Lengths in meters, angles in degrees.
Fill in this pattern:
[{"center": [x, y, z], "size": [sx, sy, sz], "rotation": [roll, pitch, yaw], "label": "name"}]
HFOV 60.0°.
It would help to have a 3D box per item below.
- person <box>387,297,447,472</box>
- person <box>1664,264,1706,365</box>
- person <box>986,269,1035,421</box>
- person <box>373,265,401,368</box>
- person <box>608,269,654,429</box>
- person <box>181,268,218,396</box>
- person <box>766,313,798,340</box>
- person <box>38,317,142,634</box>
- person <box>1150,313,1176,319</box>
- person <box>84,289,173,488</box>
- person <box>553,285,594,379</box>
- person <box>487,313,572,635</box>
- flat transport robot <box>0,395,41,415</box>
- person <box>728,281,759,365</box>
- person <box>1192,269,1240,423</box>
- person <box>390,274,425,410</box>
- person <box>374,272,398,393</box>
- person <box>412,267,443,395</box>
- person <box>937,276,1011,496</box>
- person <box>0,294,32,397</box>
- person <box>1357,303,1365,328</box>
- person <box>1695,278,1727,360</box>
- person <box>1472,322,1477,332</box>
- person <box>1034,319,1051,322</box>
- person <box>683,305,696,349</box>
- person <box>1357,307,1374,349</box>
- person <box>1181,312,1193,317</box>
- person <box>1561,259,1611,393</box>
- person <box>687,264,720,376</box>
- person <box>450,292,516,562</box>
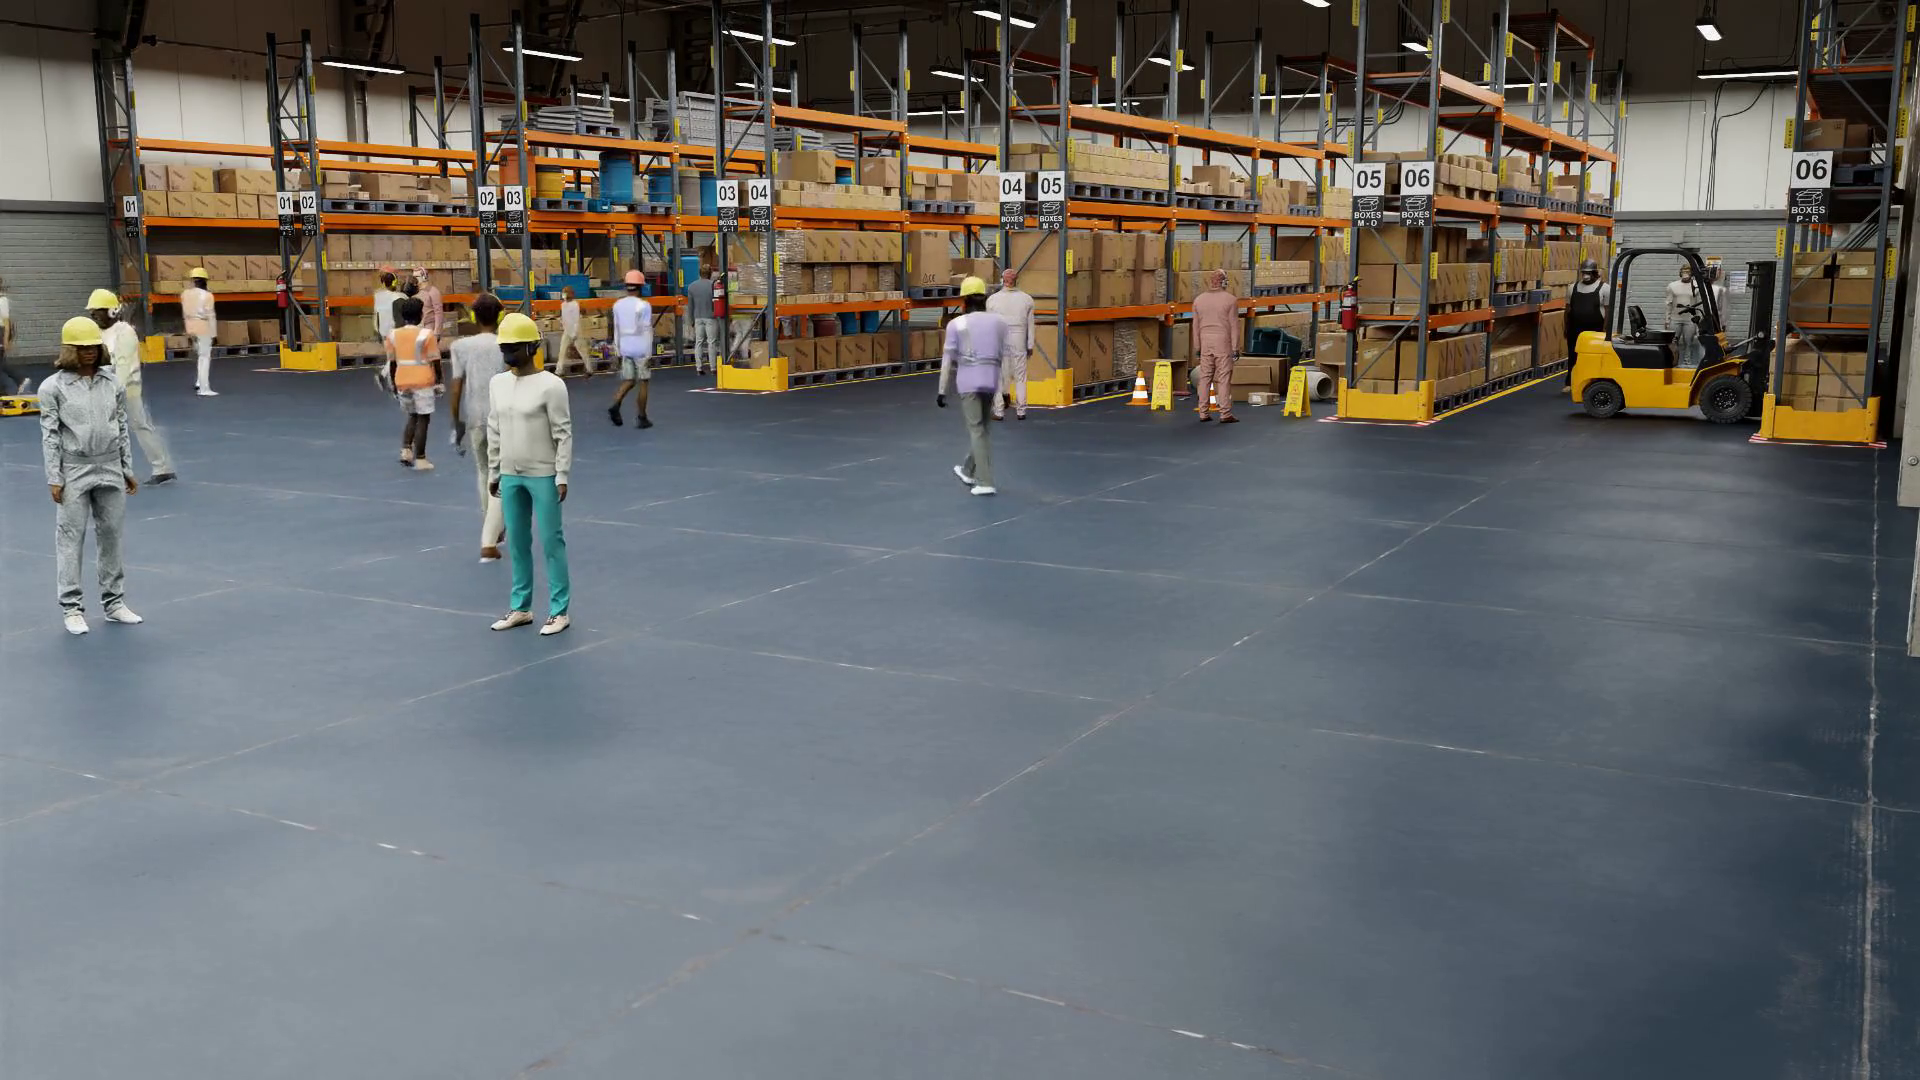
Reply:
[{"center": [-5.244, -1.495, 16.056], "size": [0.541, 1.685, 0.389], "rotation": [4, 10, 21], "label": "person"}, {"center": [12.393, -3.750, 28.492], "size": [0.627, 1.941, 0.370], "rotation": [5, 11, 29], "label": "person"}, {"center": [0.621, -2.460, 21.036], "size": [0.650, 1.907, 0.409], "rotation": [-2, 10, -13], "label": "person"}, {"center": [-9.316, -3.511, 27.137], "size": [0.548, 1.919, 0.586], "rotation": [7, 12, 37], "label": "person"}, {"center": [-3.919, -2.266, 19.883], "size": [0.544, 1.920, 0.586], "rotation": [5, 11, 26], "label": "person"}, {"center": [-11.304, -3.094, 24.778], "size": [0.615, 1.895, 0.591], "rotation": [4, 10, 20], "label": "person"}, {"center": [-3.153, -3.970, 29.473], "size": [0.605, 2.045, 0.385], "rotation": [2, 10, 14], "label": "person"}, {"center": [-4.812, -0.362, 9.230], "size": [0.324, 1.743, 0.490], "rotation": [6, 12, 33], "label": "person"}, {"center": [4.362, -4.932, 35.197], "size": [0.650, 2.012, 0.702], "rotation": [6, 11, 31], "label": "person"}, {"center": [-7.456, -1.305, 14.653], "size": [0.605, 1.784, 0.955], "rotation": [6, 11, 32], "label": "person"}, {"center": [-6.509, -3.462, 27.839], "size": [0.512, 1.583, 0.908], "rotation": [8, 13, 40], "label": "person"}, {"center": [-2.373, -0.354, 9.117], "size": [0.530, 1.767, 0.328], "rotation": [4, 11, 24], "label": "person"}, {"center": [-12.115, -1.832, 22.138], "size": [0.652, 0.197, 1.431], "rotation": [7, 12, 37], "label": "flat transport robot"}, {"center": [-4.120, -4.234, 31.661], "size": [0.649, 1.828, 0.433], "rotation": [6, 11, 31], "label": "person"}, {"center": [3.218, -2.412, 20.747], "size": [0.639, 1.910, 0.407], "rotation": [8, 12, 38], "label": "person"}, {"center": [-7.324, -2.639, 22.315], "size": [0.556, 1.823, 0.666], "rotation": [-1, 10, -7], "label": "person"}, {"center": [-8.666, -3.120, 25.126], "size": [0.535, 1.844, 0.576], "rotation": [5, 11, 29], "label": "person"}, {"center": [-8.042, -3.125, 24.927], "size": [0.651, 1.906, 0.404], "rotation": [6, 11, 31], "label": "person"}, {"center": [0.091, -1.354, 14.615], "size": [0.599, 1.881, 0.948], "rotation": [-5, 11, -29], "label": "person"}, {"center": [-13.605, -2.864, 23.648], "size": [0.552, 1.824, 0.587], "rotation": [8, 12, 38], "label": "person"}, {"center": [9.280, -5.555, 39.042], "size": [0.946, 1.935, 0.624], "rotation": [3, 10, 16], "label": "person"}, {"center": [13.061, -3.798, 29.023], "size": [0.602, 1.858, 0.797], "rotation": [4, 10, 20], "label": "person"}, {"center": [12.237, -5.552, 39.038], "size": [0.623, 1.932, 0.747], "rotation": [-6, 11, -31], "label": "person"}, {"center": [1.380, -3.949, 29.965], "size": [0.650, 1.832, 0.447], "rotation": [5, 11, 29], "label": "person"}, {"center": [-5.993, -5.203, 37.079], "size": [0.627, 1.922, 0.438], "rotation": [9, 13, 41], "label": "person"}, {"center": [8.911, -5.063, 36.421], "size": [0.510, 1.860, 0.333], "rotation": [2, 10, 12], "label": "person"}, {"center": [4.607, -4.367, 32.907], "size": [0.546, 1.644, 0.868], "rotation": [2, 10, 10], "label": "person"}, {"center": [9.409, -3.209, 25.025], "size": [0.689, 2.000, 0.538], "rotation": [7, 12, 35], "label": "person"}, {"center": [-4.412, -3.811, 28.850], "size": [0.629, 1.939, 0.371], "rotation": [3, 10, 18], "label": "person"}, {"center": [-3.221, -0.797, 11.551], "size": [0.542, 1.815, 0.978], "rotation": [-1, 10, -4], "label": "person"}]
